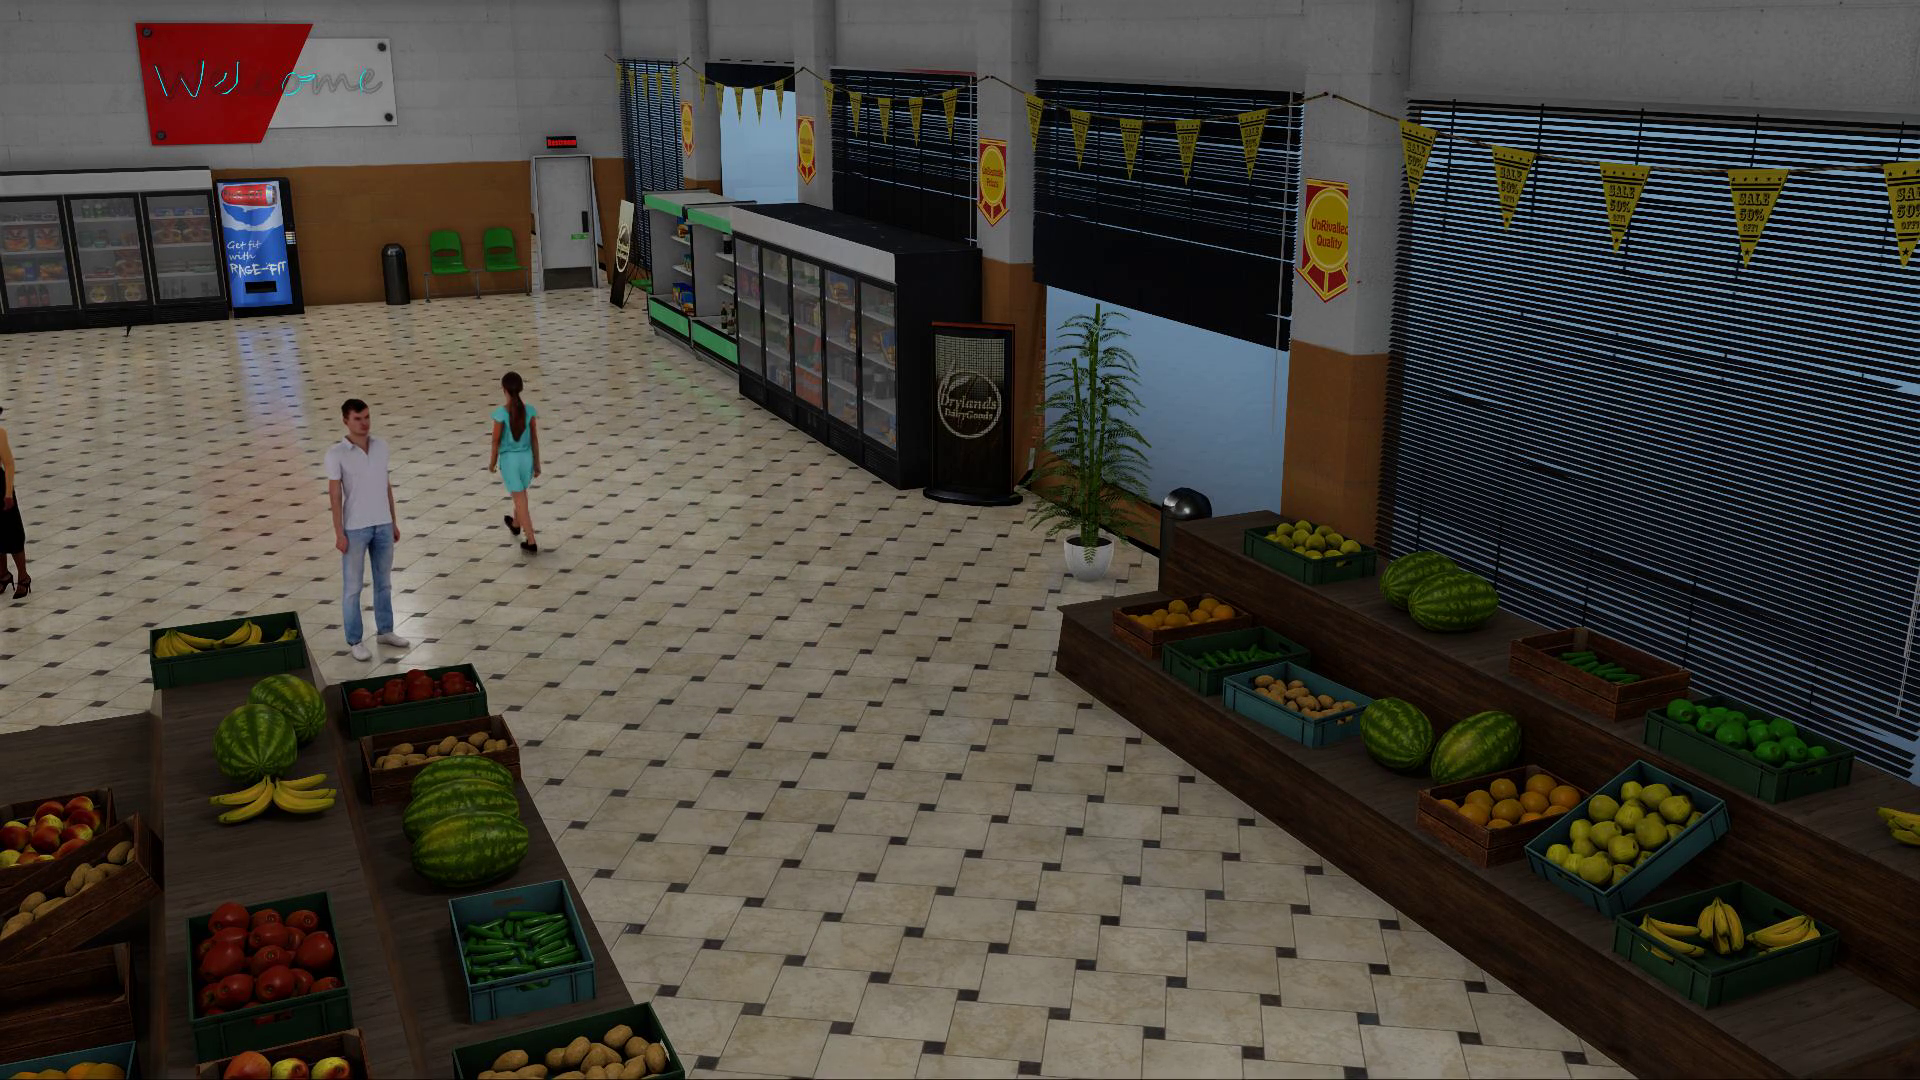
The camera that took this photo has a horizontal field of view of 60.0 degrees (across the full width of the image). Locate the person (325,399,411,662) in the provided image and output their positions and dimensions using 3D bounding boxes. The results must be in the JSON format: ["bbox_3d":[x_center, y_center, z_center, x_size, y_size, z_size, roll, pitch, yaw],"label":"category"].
[{"bbox_3d":[-4.215,-0.095,11.797,0.715,1.850,0.728,12,21,35],"label":"person"}]

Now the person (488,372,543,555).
[{"bbox_3d":[-3.732,-0.629,14.113,0.726,1.524,1.052,-14,22,-39],"label":"person"}]

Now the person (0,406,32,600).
[{"bbox_3d":[-7.532,-0.355,12.991,0.658,1.652,0.724,7,18,21],"label":"person"}]
